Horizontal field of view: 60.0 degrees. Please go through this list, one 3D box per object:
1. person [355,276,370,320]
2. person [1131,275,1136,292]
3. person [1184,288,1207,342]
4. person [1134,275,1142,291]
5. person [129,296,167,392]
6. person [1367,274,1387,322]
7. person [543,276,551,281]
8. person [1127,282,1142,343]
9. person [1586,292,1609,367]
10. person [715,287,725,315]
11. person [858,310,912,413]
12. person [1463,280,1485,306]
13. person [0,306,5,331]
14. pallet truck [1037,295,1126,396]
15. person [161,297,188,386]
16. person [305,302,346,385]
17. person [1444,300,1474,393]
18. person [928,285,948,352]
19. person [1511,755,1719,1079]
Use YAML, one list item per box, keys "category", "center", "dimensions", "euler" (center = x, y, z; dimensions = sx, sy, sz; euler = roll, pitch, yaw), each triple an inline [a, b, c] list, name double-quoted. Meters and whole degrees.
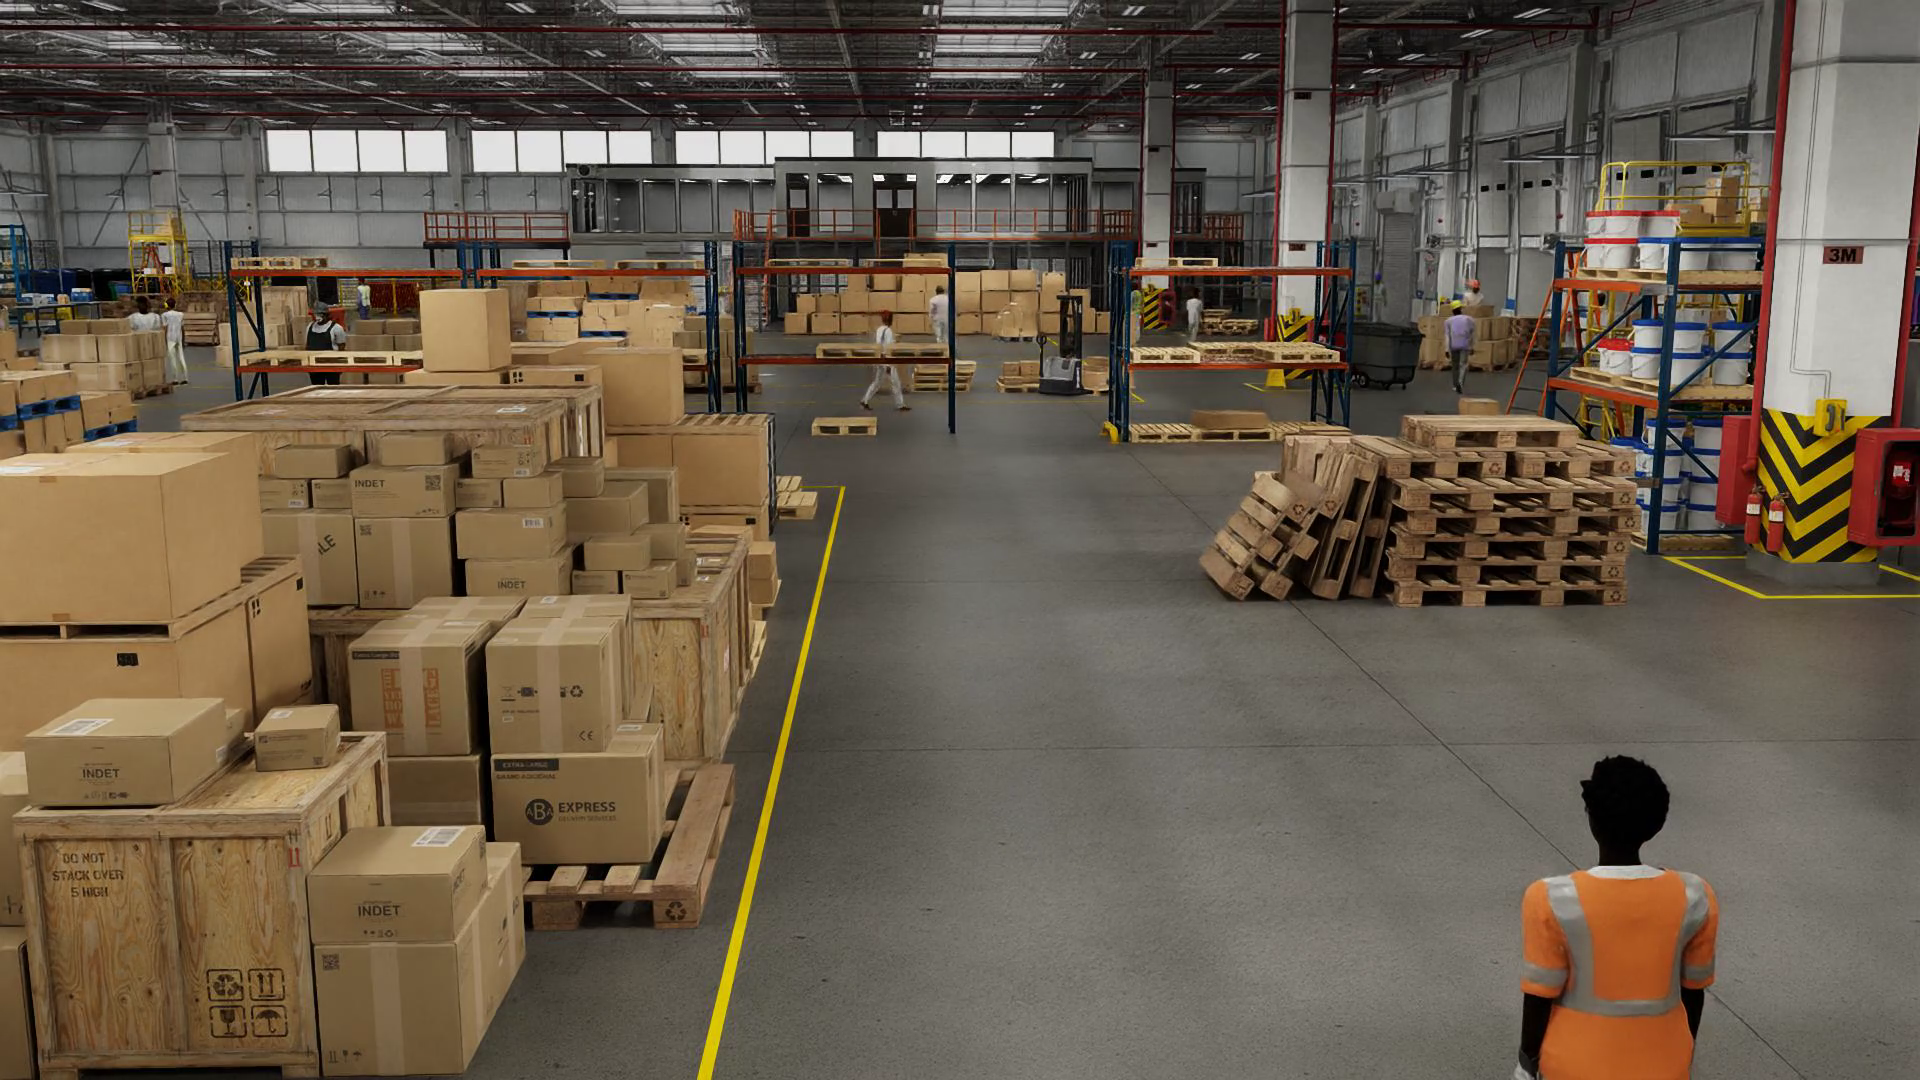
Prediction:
- category: "person"
  center: [-19.364, -7.584, 53.969]
  dimensions: [0.408, 1.907, 0.625]
  euler: [2, 10, 12]
- category: "person"
  center: [6.328, -8.918, 61.285]
  dimensions: [0.355, 1.939, 0.543]
  euler: [2, 10, 12]
- category: "person"
  center: [6.188, -5.630, 43.250]
  dimensions: [0.891, 1.829, 0.541]
  euler: [-10, 14, -44]
- category: "person"
  center: [7.055, -9.694, 65.883]
  dimensions: [0.599, 1.831, 0.977]
  euler: [0, 10, -1]
- category: "person"
  center: [-16.394, -3.949, 33.609]
  dimensions: [0.634, 1.931, 0.644]
  euler: [-7, 12, -33]
- category: "person"
  center: [14.575, -8.322, 58.069]
  dimensions: [0.621, 1.893, 0.988]
  euler: [0, 10, 1]
- category: "person"
  center: [-19.086, -11.655, 76.866]
  dimensions: [0.585, 1.817, 0.578]
  euler: [-9, 14, -42]
- category: "person"
  center: [5.198, -6.782, 49.700]
  dimensions: [0.431, 1.836, 0.619]
  euler: [6, 12, 30]
- category: "person"
  center: [15.058, -4.913, 39.244]
  dimensions: [0.633, 1.841, 0.429]
  euler: [-4, 11, -20]
- category: "person"
  center: [-7.150, -6.557, 48.734]
  dimensions: [0.811, 1.713, 0.484]
  euler: [-7, 13, -36]
- category: "person"
  center: [-1.371, -3.171, 29.572]
  dimensions: [0.967, 1.841, 0.578]
  euler: [-5, 11, -25]
- category: "person"
  center: [14.371, -6.299, 46.650]
  dimensions: [0.604, 1.969, 0.926]
  euler: [1, 10, 5]
- category: "person"
  center: [-23.059, -5.034, 39.689]
  dimensions: [0.579, 1.921, 0.452]
  euler: [2, 10, 8]
- category: "pallet truck"
  center: [2.483, -3.881, 33.060]
  dimensions: [1.885, 1.965, 0.823]
  euler: [-7, 13, -36]
- category: "person"
  center: [-16.614, -4.188, 35.126]
  dimensions: [0.333, 1.872, 0.515]
  euler: [7, 12, 32]
- category: "person"
  center: [-10.673, -2.973, 27.883]
  dimensions: [0.684, 2.000, 0.538]
  euler: [1, 10, 6]
- category: "person"
  center: [10.038, -3.892, 33.486]
  dimensions: [0.588, 1.877, 0.885]
  euler: [3, 11, 17]
- category: "person"
  center: [-0.546, -5.681, 43.344]
  dimensions: [0.643, 1.911, 0.759]
  euler: [-4, 11, -23]
- category: "person"
  center: [1.729, 1.406, 4.441]
  dimensions: [0.535, 1.697, 0.322]
  euler: [-1, 10, -3]
